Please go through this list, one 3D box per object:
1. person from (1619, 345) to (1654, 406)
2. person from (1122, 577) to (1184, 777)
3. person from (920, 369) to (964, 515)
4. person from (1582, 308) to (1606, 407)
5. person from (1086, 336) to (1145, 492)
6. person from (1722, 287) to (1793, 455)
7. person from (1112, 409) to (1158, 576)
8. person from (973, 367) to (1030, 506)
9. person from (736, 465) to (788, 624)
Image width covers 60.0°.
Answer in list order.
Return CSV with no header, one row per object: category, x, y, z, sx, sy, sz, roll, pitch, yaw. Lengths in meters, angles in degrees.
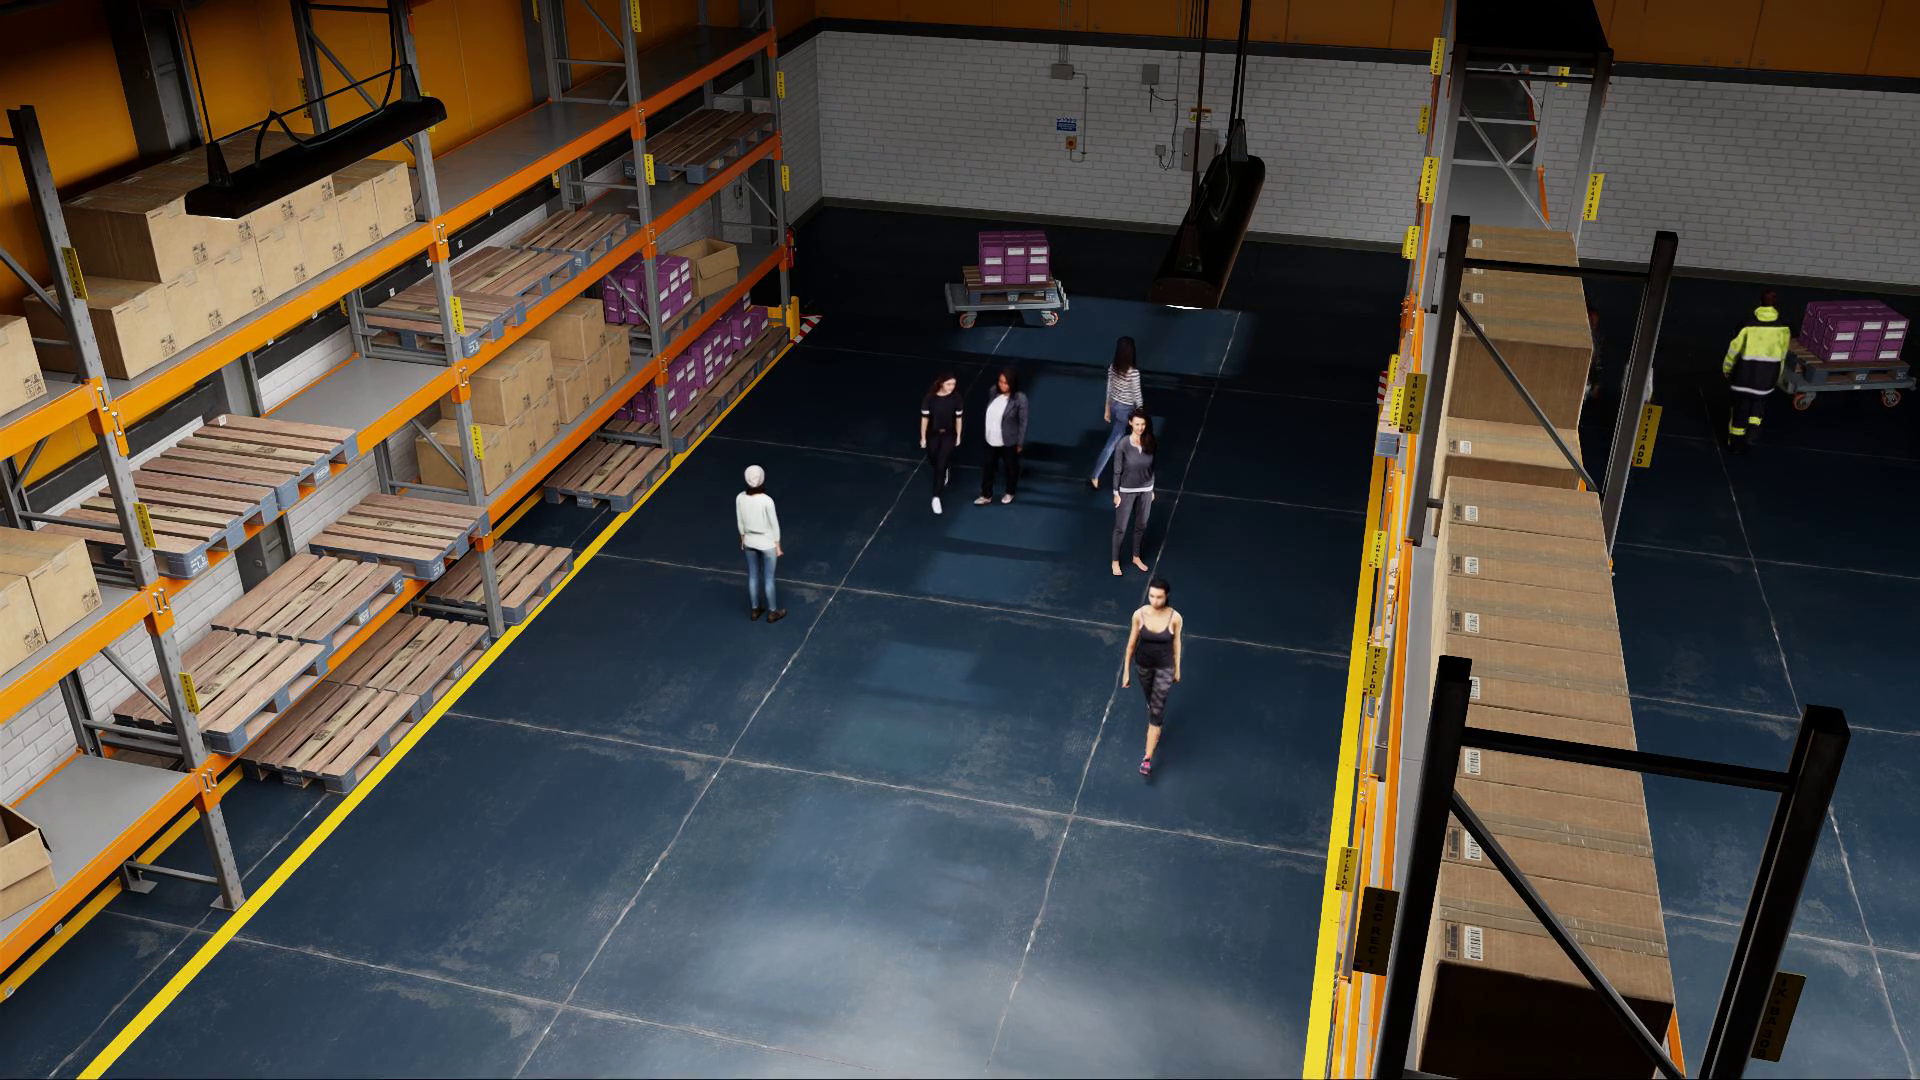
person,7.826,-1.634,19.286,0.638,1.224,0.855,2,29,4
person,1.645,1.038,13.897,0.628,1.695,1.075,9,30,16
person,-0.210,-1.129,17.967,0.847,1.601,1.089,-1,29,-2
person,7.049,-1.843,19.087,0.810,1.783,1.201,3,29,6
person,1.702,-1.300,18.152,1.243,1.725,1.107,-19,34,-31
person,9.087,-1.886,18.973,0.824,1.966,0.743,4,29,7
person,1.738,-0.495,16.630,0.685,1.768,0.701,-10,30,-18
person,0.516,-1.144,18.011,0.817,1.586,0.893,18,33,29
person,-1.899,0.024,15.810,0.586,1.644,0.520,10,30,18
